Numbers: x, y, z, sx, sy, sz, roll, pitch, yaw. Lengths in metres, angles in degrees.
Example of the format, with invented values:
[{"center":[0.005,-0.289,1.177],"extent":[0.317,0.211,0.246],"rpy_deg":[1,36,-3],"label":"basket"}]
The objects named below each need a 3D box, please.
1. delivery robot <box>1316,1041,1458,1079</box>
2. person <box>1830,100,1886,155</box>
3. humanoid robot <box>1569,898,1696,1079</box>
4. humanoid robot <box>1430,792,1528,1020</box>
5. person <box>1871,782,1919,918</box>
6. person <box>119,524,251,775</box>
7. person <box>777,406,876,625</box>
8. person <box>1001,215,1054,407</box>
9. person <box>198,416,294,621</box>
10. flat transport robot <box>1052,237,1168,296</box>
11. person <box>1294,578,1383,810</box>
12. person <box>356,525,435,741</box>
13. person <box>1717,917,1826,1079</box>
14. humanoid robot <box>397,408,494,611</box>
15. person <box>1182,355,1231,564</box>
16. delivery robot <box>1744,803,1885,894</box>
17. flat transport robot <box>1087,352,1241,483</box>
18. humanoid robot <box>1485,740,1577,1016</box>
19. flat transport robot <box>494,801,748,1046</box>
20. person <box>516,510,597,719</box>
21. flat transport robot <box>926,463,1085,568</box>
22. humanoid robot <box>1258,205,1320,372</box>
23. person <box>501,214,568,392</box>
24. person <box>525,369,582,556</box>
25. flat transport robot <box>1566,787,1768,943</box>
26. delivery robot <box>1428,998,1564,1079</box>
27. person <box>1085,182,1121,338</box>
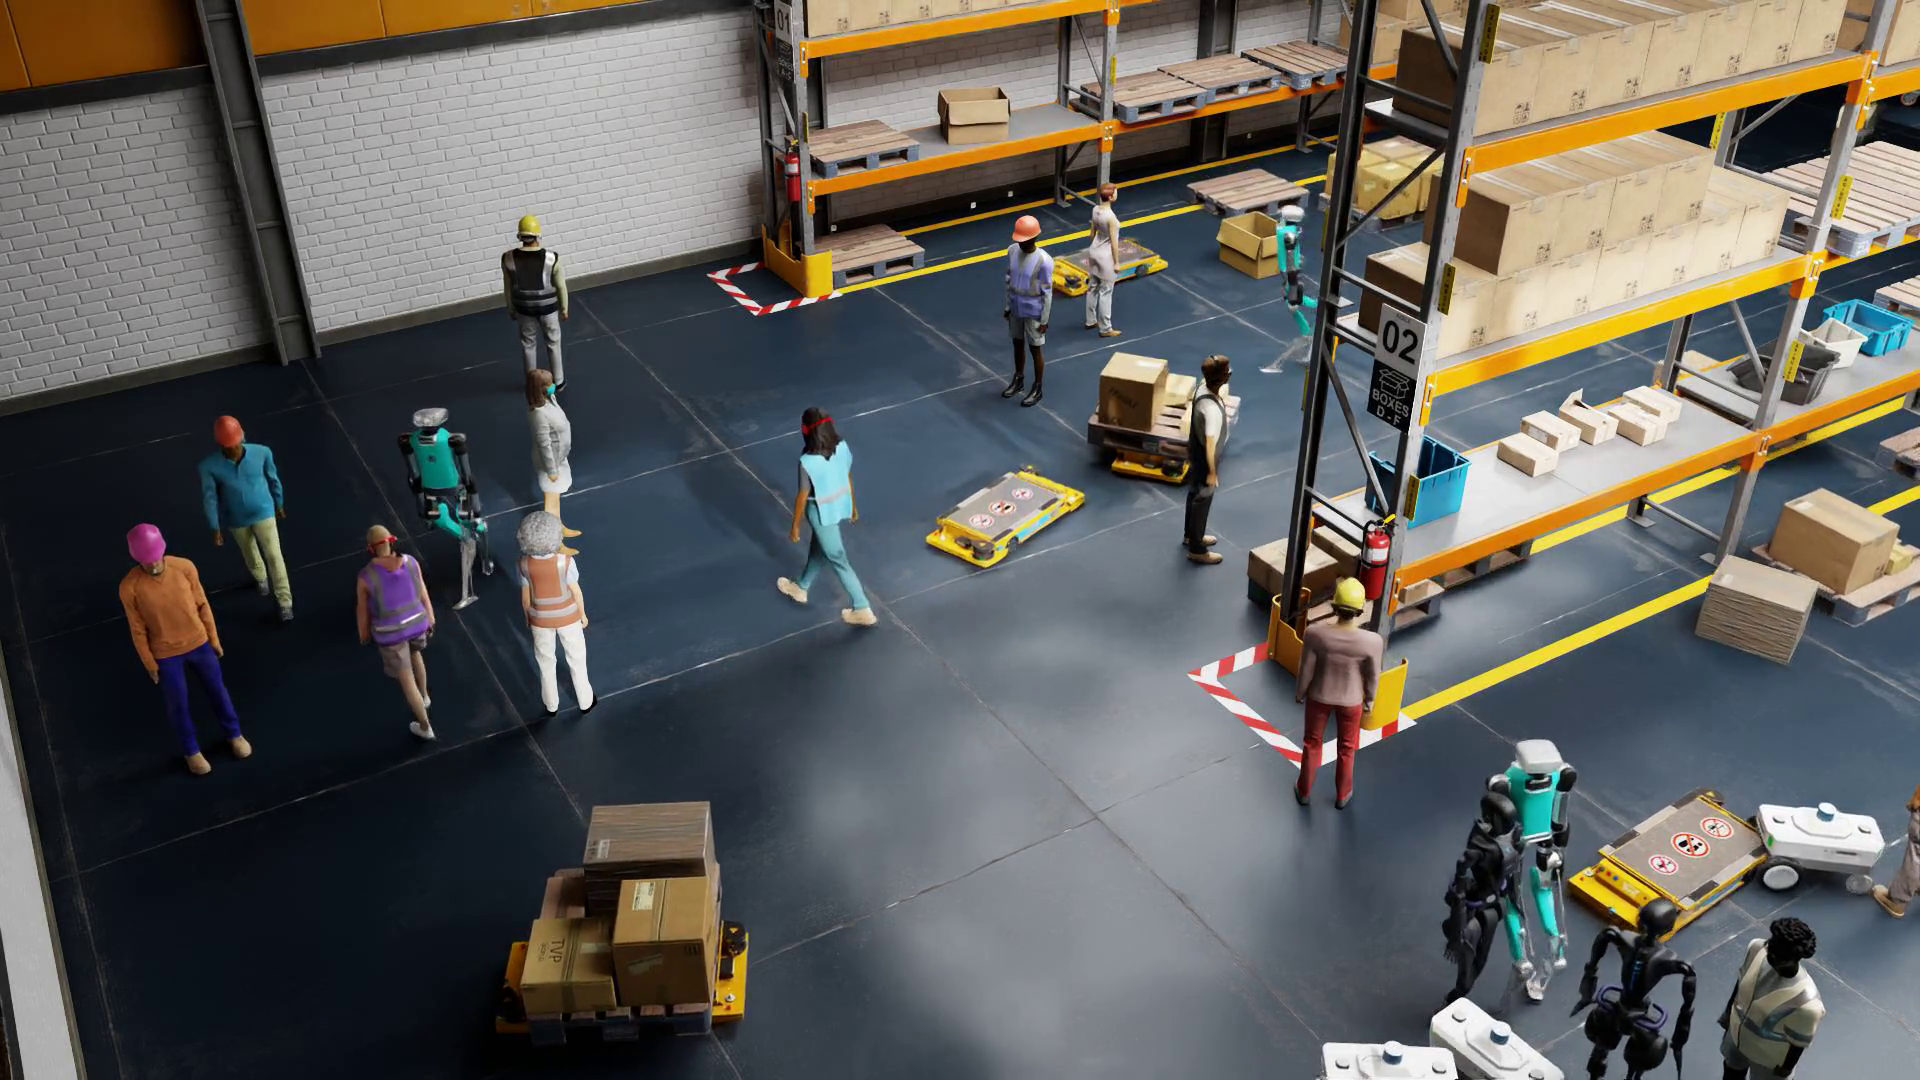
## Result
[{"center":[2.332,2.972,9.066],"extent":[0.783,0.586,0.499],"rpy_deg":[2,32,3],"label":"delivery robot"},{"center":[10.764,-4.671,20.086],"extent":[0.614,1.832,0.468],"rpy_deg":[-4,32,-7],"label":"person"},{"center":[3.539,2.524,8.737],"extent":[0.612,1.641,0.466],"rpy_deg":[24,39,33],"label":"humanoid robot"},{"center":[2.968,2.106,9.396],"extent":[0.600,1.656,0.380],"rpy_deg":[-21,38,-30],"label":"humanoid robot"},{"center":[6.052,1.555,10.192],"extent":[0.461,1.768,0.343],"rpy_deg":[-6,33,-9],"label":"person"},{"center":[-5.317,0.727,11.326],"extent":[0.517,1.971,0.404],"rpy_deg":[-24,39,-33],"label":"person"},{"center":[-1.061,-0.194,12.945],"extent":[0.981,1.815,0.563],"rpy_deg":[19,37,28],"label":"person"},{"center":[0.636,-2.221,16.070],"extent":[0.542,1.930,0.374],"rpy_deg":[26,41,35],"label":"person"},{"center":[-5.588,-0.194,13.039],"extent":[0.585,1.701,0.899],"rpy_deg":[-13,34,-20],"label":"person"},{"center":[1.640,-3.145,19.100],"extent":[1.431,0.231,0.659],"rpy_deg":[-21,38,-29],"label":"flat transport robot"},{"center":[2.492,1.024,11.043],"extent":[0.532,1.765,0.325],"rpy_deg":[6,33,10],"label":"person"},{"center":[-4.007,0.626,11.772],"extent":[0.707,1.666,0.488],"rpy_deg":[27,41,36],"label":"person"},{"center":[4.138,2.596,8.608],"extent":[0.319,1.692,0.535],"rpy_deg":[-7,33,-12],"label":"person"},{"center":[-4.013,-0.344,13.315],"extent":[0.555,1.835,0.831],"rpy_deg":[1,32,2],"label":"humanoid robot"},{"center":[2.041,-0.672,13.672],"extent":[0.340,1.846,0.512],"rpy_deg":[0,32,0],"label":"person"},{"center":[5.486,1.956,10.710],"extent":[0.813,0.609,0.499],"rpy_deg":[6,33,9],"label":"delivery robot"},{"center":[1.939,-0.984,15.654],"extent":[0.659,0.231,1.431],"rpy_deg":[12,34,18],"label":"flat transport robot"},{"center":[3.284,2.059,9.498],"extent":[0.542,1.857,0.766],"rpy_deg":[-8,33,-12],"label":"humanoid robot"},{"center":[-2.002,2.601,9.935],"extent":[1.431,0.231,0.659],"rpy_deg":[-2,32,-3],"label":"flat transport robot"},{"center":[-2.891,0.547,11.870],"extent":[0.437,1.690,0.308],"rpy_deg":[-3,32,-5],"label":"person"},{"center":[0.408,-0.223,14.440],"extent":[0.659,0.231,1.431],"rpy_deg":[23,39,32],"label":"flat transport robot"},{"center":[3.498,-2.487,16.688],"extent":[0.848,1.786,0.535],"rpy_deg":[1,32,2],"label":"humanoid robot"},{"center":[-4.132,-2.297,16.294],"extent":[0.599,1.817,0.403],"rpy_deg":[-4,32,-6],"label":"person"},{"center":[-3.379,-0.659,13.823],"extent":[0.338,1.660,0.483],"rpy_deg":[-3,32,-5],"label":"person"},{"center":[4.656,2.090,10.751],"extent":[1.431,0.231,0.659],"rpy_deg":[-21,38,-29],"label":"flat transport robot"},{"center":[2.927,2.893,9.220],"extent":[0.522,0.614,0.785],"rpy_deg":[-22,38,-30],"label":"delivery robot"},{"center":[1.520,-2.948,17.472],"extent":[0.283,1.661,0.449],"rpy_deg":[-18,36,-26],"label":"person"}]
